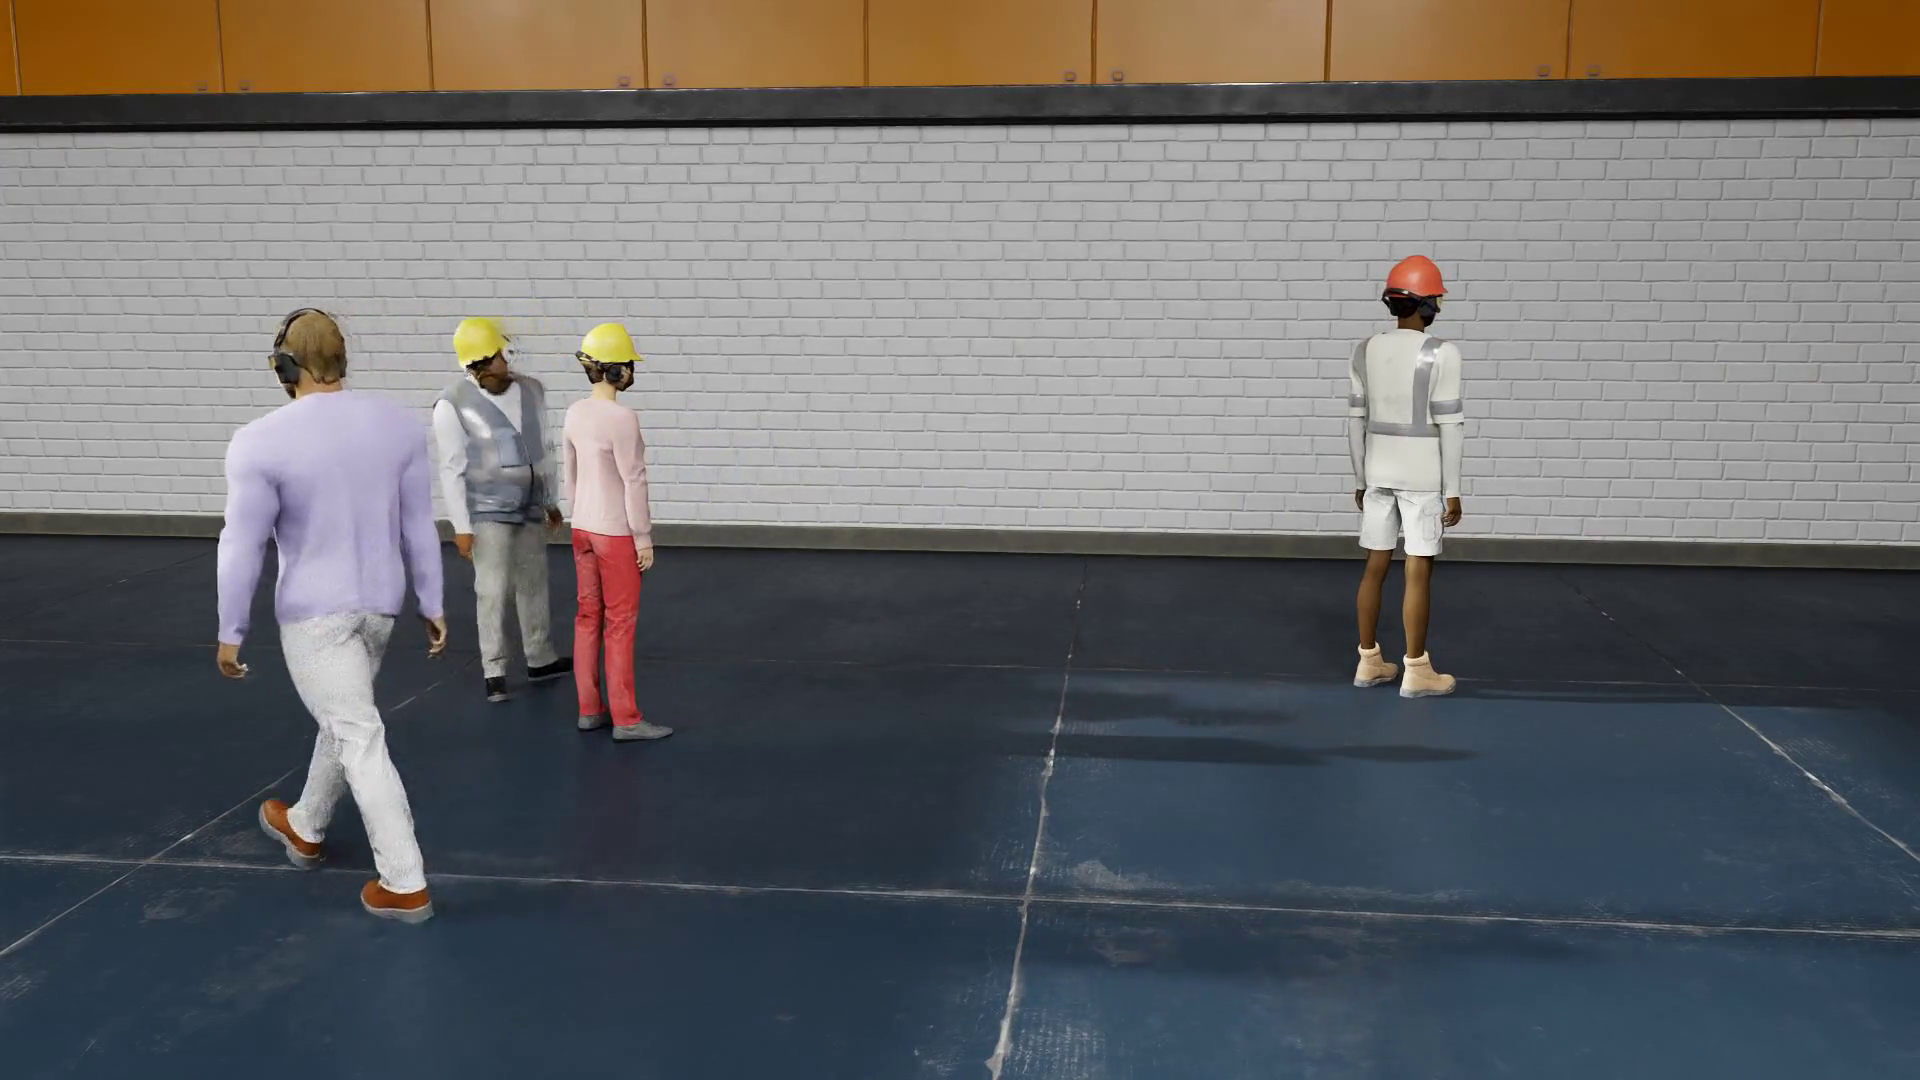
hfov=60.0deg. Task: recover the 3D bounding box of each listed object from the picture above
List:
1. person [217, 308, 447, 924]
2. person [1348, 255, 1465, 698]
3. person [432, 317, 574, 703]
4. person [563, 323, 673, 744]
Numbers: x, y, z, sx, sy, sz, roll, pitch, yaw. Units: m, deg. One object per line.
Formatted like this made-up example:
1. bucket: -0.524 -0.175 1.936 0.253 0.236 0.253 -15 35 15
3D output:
1. person: -2.029 0.226 5.251 1.012 1.884 0.652 7 12 34
2. person: 2.087 -0.291 7.763 0.369 2.048 0.607 -8 13 -39
3. person: -2.058 -0.150 7.748 0.405 1.782 0.790 6 12 32
4. person: -1.471 -0.027 7.053 0.320 1.769 0.523 -9 14 -43
